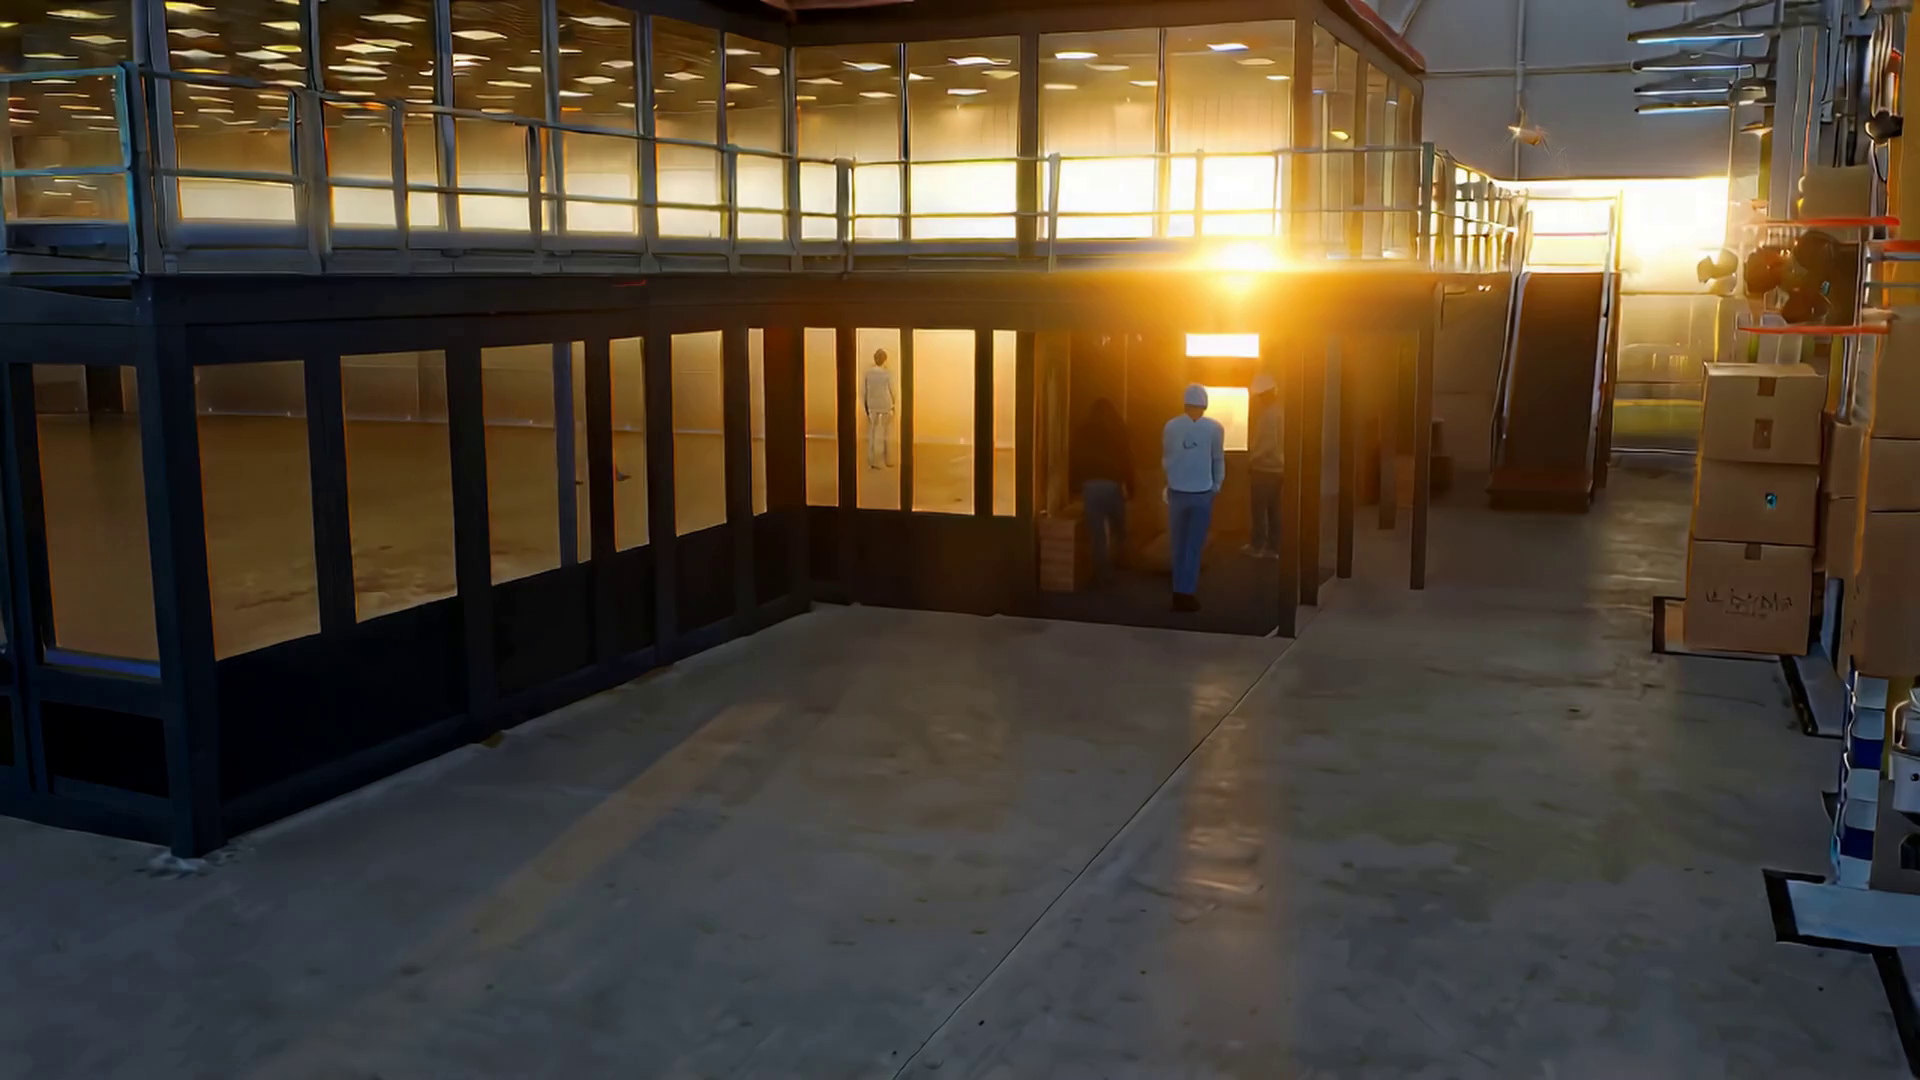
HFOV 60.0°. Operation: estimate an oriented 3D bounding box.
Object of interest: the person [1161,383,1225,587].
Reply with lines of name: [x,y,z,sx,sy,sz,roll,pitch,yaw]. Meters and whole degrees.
person: [2.247,-0.528,16.091,0.612,1.986,0.406,1,9,8]
